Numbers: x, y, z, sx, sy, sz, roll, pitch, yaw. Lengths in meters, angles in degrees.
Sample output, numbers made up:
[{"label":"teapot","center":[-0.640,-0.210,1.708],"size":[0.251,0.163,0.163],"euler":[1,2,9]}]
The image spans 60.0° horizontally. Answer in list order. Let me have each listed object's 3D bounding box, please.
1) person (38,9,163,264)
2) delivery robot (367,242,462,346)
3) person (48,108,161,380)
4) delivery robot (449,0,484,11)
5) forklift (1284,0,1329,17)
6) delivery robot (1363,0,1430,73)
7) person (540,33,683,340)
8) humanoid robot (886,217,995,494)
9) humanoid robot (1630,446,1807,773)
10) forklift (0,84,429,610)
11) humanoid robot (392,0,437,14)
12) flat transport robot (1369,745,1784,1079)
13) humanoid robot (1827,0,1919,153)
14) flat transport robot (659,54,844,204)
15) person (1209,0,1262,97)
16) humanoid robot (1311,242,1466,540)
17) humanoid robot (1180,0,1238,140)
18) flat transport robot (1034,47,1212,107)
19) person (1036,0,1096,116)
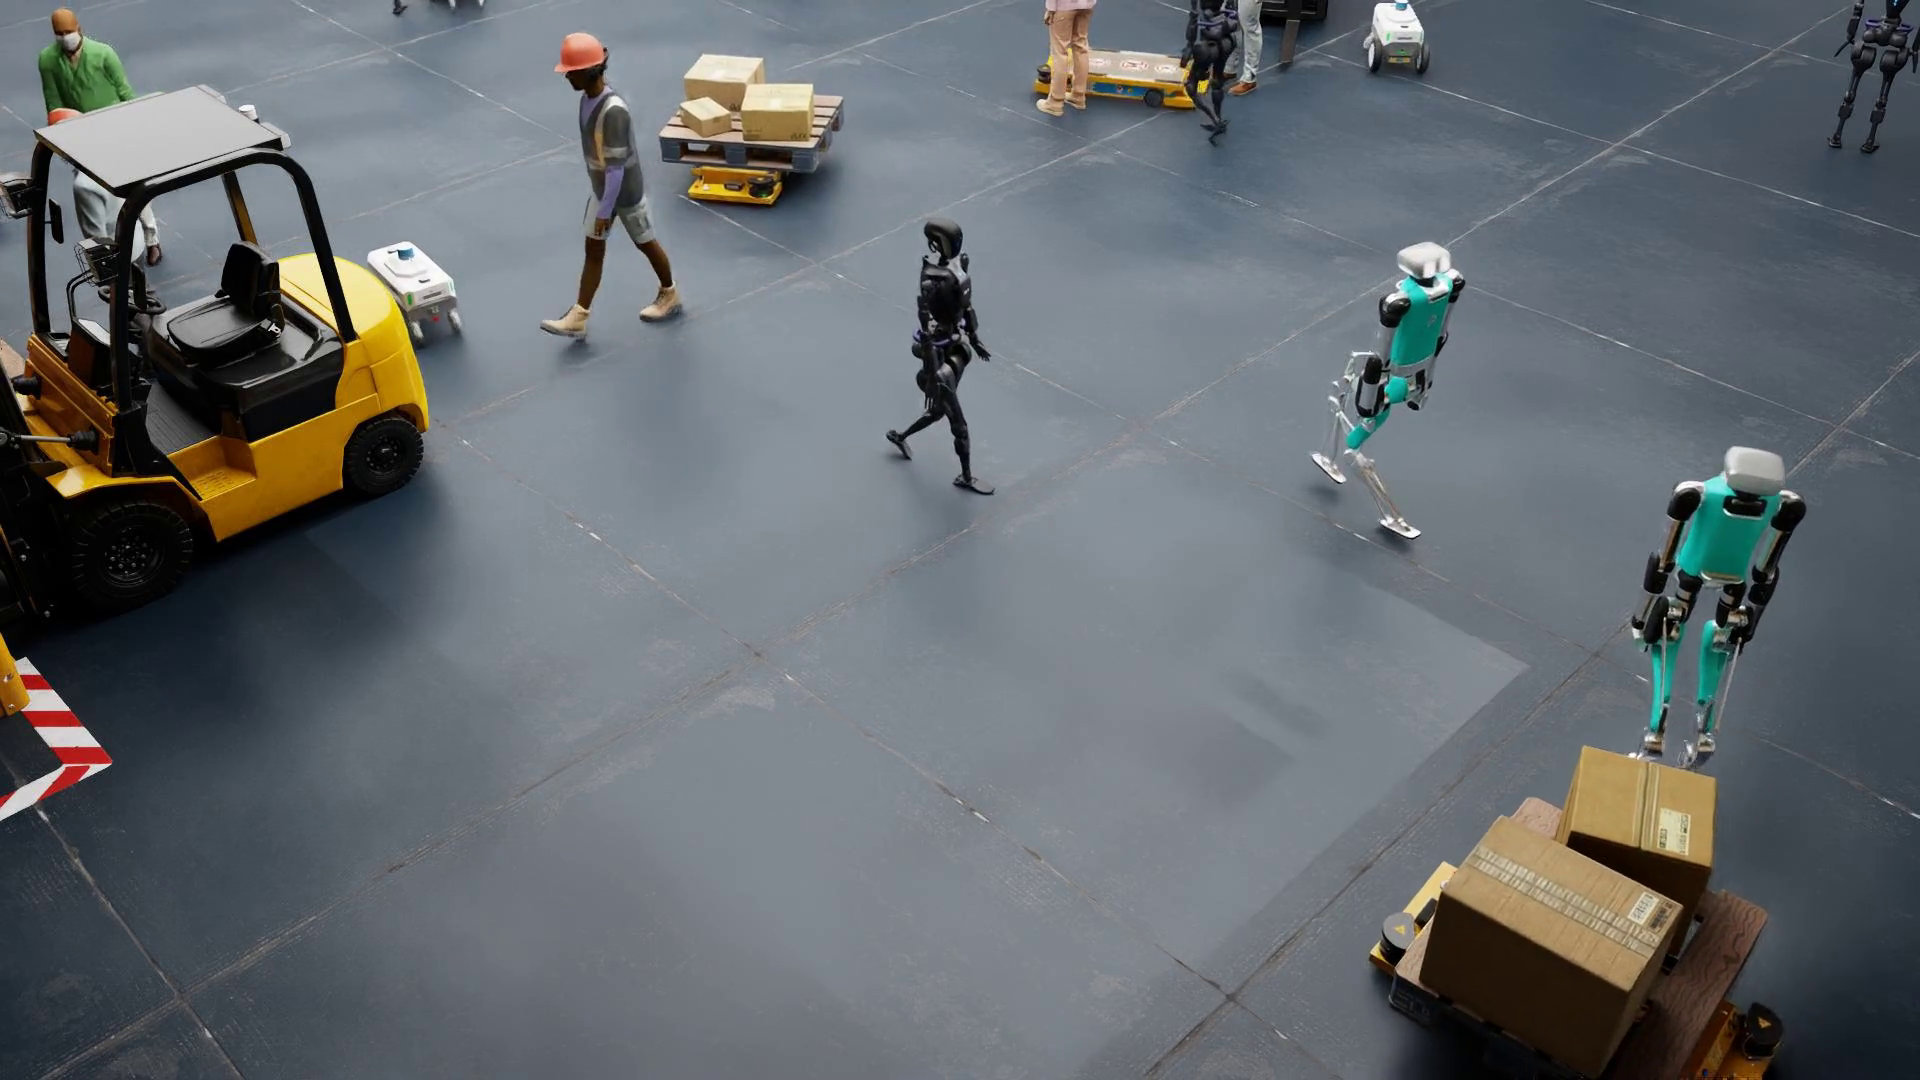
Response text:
[{"label":"person","center":[-5.917,-2.752,11.432],"size":[0.536,1.756,0.719],"euler":[-6,37,-8]},{"label":"delivery robot","center":[-3.617,-1.679,10.993],"size":[0.499,0.579,0.759],"euler":[-25,43,-29]},{"label":"person","center":[-5.191,-1.804,10.181],"size":[0.352,1.742,0.572],"euler":[-4,37,-5]},{"label":"delivery robot","center":[-4.845,-5.497,16.110],"size":[0.499,0.587,0.762],"euler":[-12,39,-16]},{"label":"forklift","center":[3.106,-6.400,15.960],"size":[1.214,2.155,2.313],"euler":[8,37,10]},{"label":"delivery robot","center":[3.882,-4.470,14.755],"size":[0.499,0.611,0.783],"euler":[2,37,2]},{"label":"person","center":[-2.265,-2.192,10.493],"size":[1.032,1.987,0.614],"euler":[-26,44,-30]},{"label":"humanoid robot","center":[-0.113,-1.047,9.273],"size":[0.762,1.654,0.601],"euler":[17,40,21]},{"label":"humanoid robot","center":[3.187,0.504,7.145],"size":[0.548,1.857,0.656],"euler":[5,37,6]},{"label":"forklift","center":[-4.145,-1.093,8.856],"size":[2.313,2.155,1.214],"euler":[-31,47,-34]},{"label":"humanoid robot","center":[-5.228,-5.831,15.641],"size":[0.589,1.631,0.586],"euler":[11,38,14]},{"label":"flat transport robot","center":[2.421,1.797,6.592],"size":[1.431,0.231,0.659],"euler":[27,44,31]},{"label":"humanoid robot","center":[7.208,-3.884,13.006],"size":[0.599,1.659,0.315],"euler":[19,41,24]},{"label":"flat transport robot","center":[-1.600,-3.025,13.045],"size":[0.659,0.231,1.431],"euler":[6,37,8]},{"label":"person","center":[2.361,-4.715,13.930],"size":[0.383,1.928,0.632],"euler":[-23,43,-28]},{"label":"humanoid robot","center":[2.190,-0.885,8.998],"size":[0.542,1.758,1.034],"euler":[-23,42,-27]},{"label":"humanoid robot","center":[2.030,-3.977,13.143],"size":[0.445,1.637,0.613],"euler":[30,46,34]},{"label":"flat transport robot","center":[1.413,-3.994,14.343],"size":[1.431,0.231,0.659],"euler":[9,38,12]},{"label":"person","center":[0.923,-4.360,13.579],"size":[0.534,1.774,0.421],"euler":[-28,45,-32]}]
